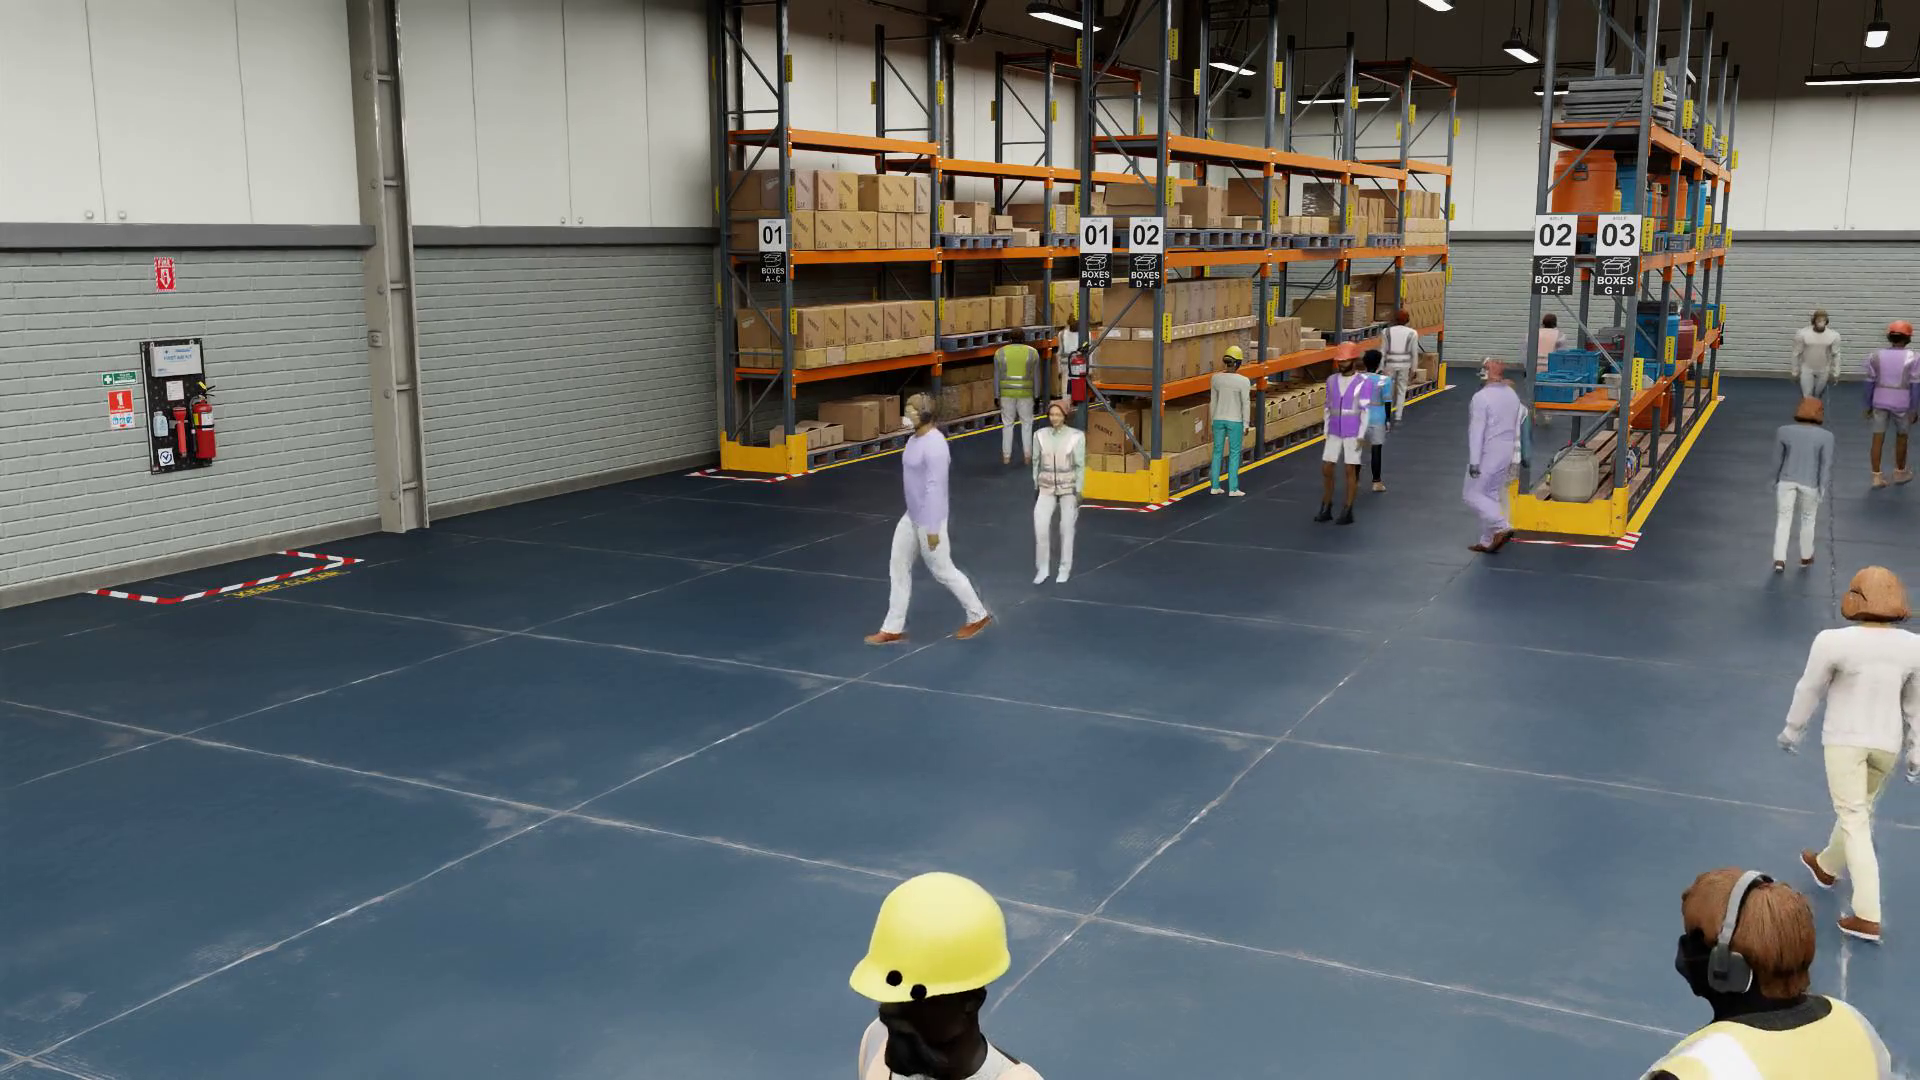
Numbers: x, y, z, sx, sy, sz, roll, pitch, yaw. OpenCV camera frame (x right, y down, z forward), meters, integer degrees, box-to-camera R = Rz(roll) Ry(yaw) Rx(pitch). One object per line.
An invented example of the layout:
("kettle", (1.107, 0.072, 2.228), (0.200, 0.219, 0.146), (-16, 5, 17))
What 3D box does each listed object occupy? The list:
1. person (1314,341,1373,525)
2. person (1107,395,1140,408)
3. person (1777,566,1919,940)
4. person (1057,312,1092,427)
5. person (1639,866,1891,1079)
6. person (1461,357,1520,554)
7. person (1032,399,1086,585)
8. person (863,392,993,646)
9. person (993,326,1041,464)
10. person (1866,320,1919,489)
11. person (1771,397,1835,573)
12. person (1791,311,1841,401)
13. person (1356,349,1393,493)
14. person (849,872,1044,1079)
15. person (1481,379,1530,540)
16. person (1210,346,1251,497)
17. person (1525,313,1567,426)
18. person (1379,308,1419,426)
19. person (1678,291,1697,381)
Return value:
("person", (4.048, -1.120, 17.508), (0.562, 1.931, 0.416), (9, 14, 40))
("person", (2.231, -2.046, 22.780), (0.509, 1.846, 0.341), (5, 12, 26))
("person", (3.979, 0.904, 7.395), (0.515, 1.587, 0.875), (0, 10, 0))
("person", (1.845, -2.737, 26.565), (0.584, 1.850, 0.949), (4, 11, 19))
("person", (1.549, 1.542, 3.259), (0.636, 1.828, 0.530), (-6, 12, -29))
("person", (5.058, -0.781, 15.776), (0.692, 1.887, 0.513), (-8, 13, -38))
("person", (0.839, -0.404, 14.435), (0.517, 1.617, 0.565), (4, 11, 20))
("person", (-0.216, -0.156, 12.332), (0.982, 1.899, 0.640), (-4, 11, -21))
("person", (0.759, -1.923, 22.121), (0.634, 1.839, 0.429), (1, 10, 4))
("person", (11.311, -1.639, 20.099), (0.924, 2.009, 0.636), (-10, 14, -43))
("person", (7.598, -0.503, 15.055), (0.512, 1.594, 0.840), (7, 13, 35))
("person", (13.002, -2.520, 25.243), (0.655, 1.883, 1.004), (3, 11, 17))
("person", (4.844, -1.406, 19.701), (0.554, 1.696, 0.316), (6, 12, 31))
("person", (-0.032, 1.527, 3.066), (0.360, 1.929, 0.587), (-8, 13, -38))
("person", (5.354, -0.782, 16.475), (0.618, 1.620, 0.404), (-3, 11, -17))
("person", (3.151, -1.381, 19.396), (0.518, 1.757, 0.340), (8, 13, 36))
("person", (9.318, -2.713, 26.513), (0.623, 1.812, 0.852), (4, 11, 21))
("person", (7.013, -2.757, 26.569), (0.617, 1.876, 0.406), (4, 11, 21))
("person", (14.401, -3.988, 33.098), (0.643, 1.948, 1.010), (-1, 10, -7))
